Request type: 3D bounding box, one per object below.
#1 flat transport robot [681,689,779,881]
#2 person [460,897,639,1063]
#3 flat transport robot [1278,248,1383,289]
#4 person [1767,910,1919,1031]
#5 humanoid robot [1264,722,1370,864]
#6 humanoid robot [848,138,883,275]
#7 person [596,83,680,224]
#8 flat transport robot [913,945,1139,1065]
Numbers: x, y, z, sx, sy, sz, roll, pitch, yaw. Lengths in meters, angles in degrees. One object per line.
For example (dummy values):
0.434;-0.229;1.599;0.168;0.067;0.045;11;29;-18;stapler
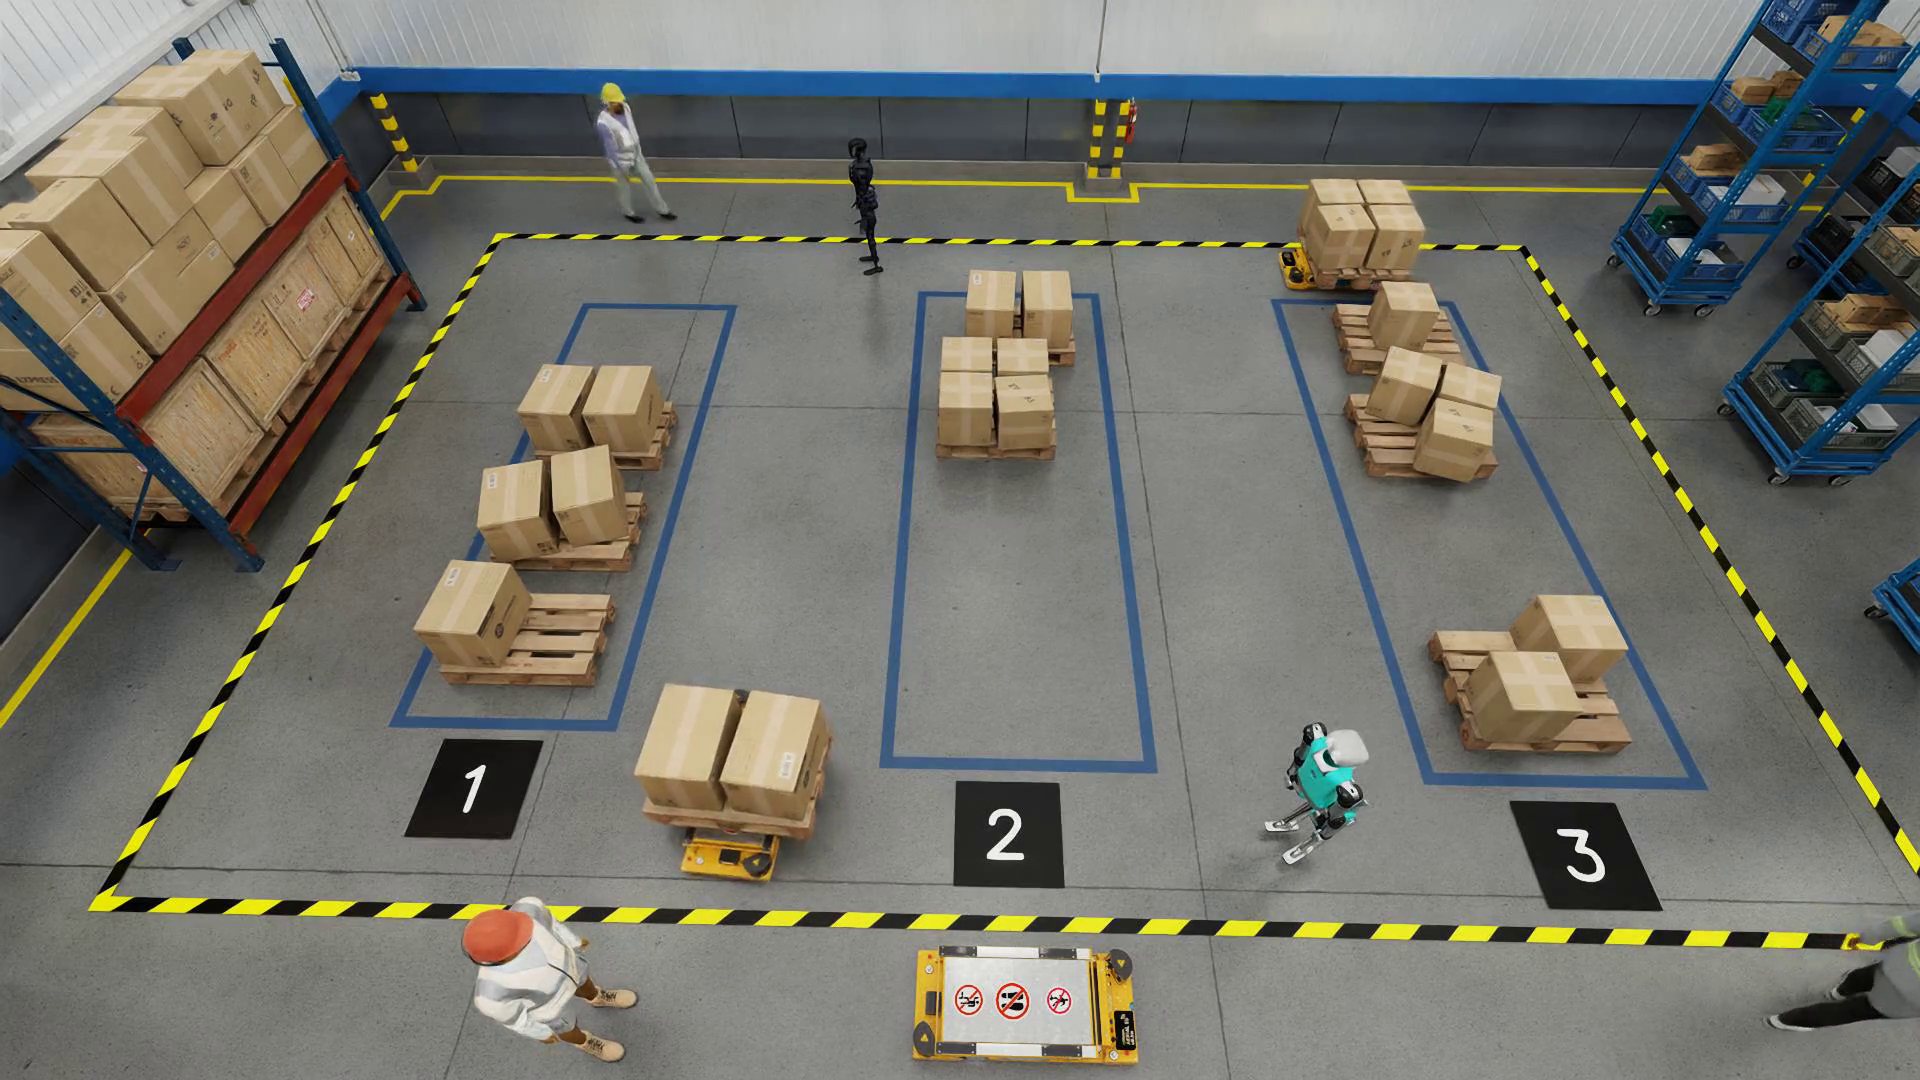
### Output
-1.615;1.823;6.982;0.652;0.197;1.431;4;51;4;flat transport robot
-2.326;2.542;5.267;0.365;2.048;0.606;3;51;2;person
4.681;-3.334;11.186;1.431;0.197;0.652;1;51;1;flat transport robot
5.726;2.581;5.384;0.887;1.815;0.600;-1;51;-1;person
2.504;1.675;6.086;0.735;1.677;0.533;-12;52;-10;humanoid robot
-1.121;-3.910;10.753;0.315;1.659;0.599;-8;51;-7;humanoid robot
-4.052;-4.712;11.341;0.833;1.803;0.606;20;54;16;person
0.422;3.041;6.007;1.431;0.231;0.659;1;51;1;flat transport robot
